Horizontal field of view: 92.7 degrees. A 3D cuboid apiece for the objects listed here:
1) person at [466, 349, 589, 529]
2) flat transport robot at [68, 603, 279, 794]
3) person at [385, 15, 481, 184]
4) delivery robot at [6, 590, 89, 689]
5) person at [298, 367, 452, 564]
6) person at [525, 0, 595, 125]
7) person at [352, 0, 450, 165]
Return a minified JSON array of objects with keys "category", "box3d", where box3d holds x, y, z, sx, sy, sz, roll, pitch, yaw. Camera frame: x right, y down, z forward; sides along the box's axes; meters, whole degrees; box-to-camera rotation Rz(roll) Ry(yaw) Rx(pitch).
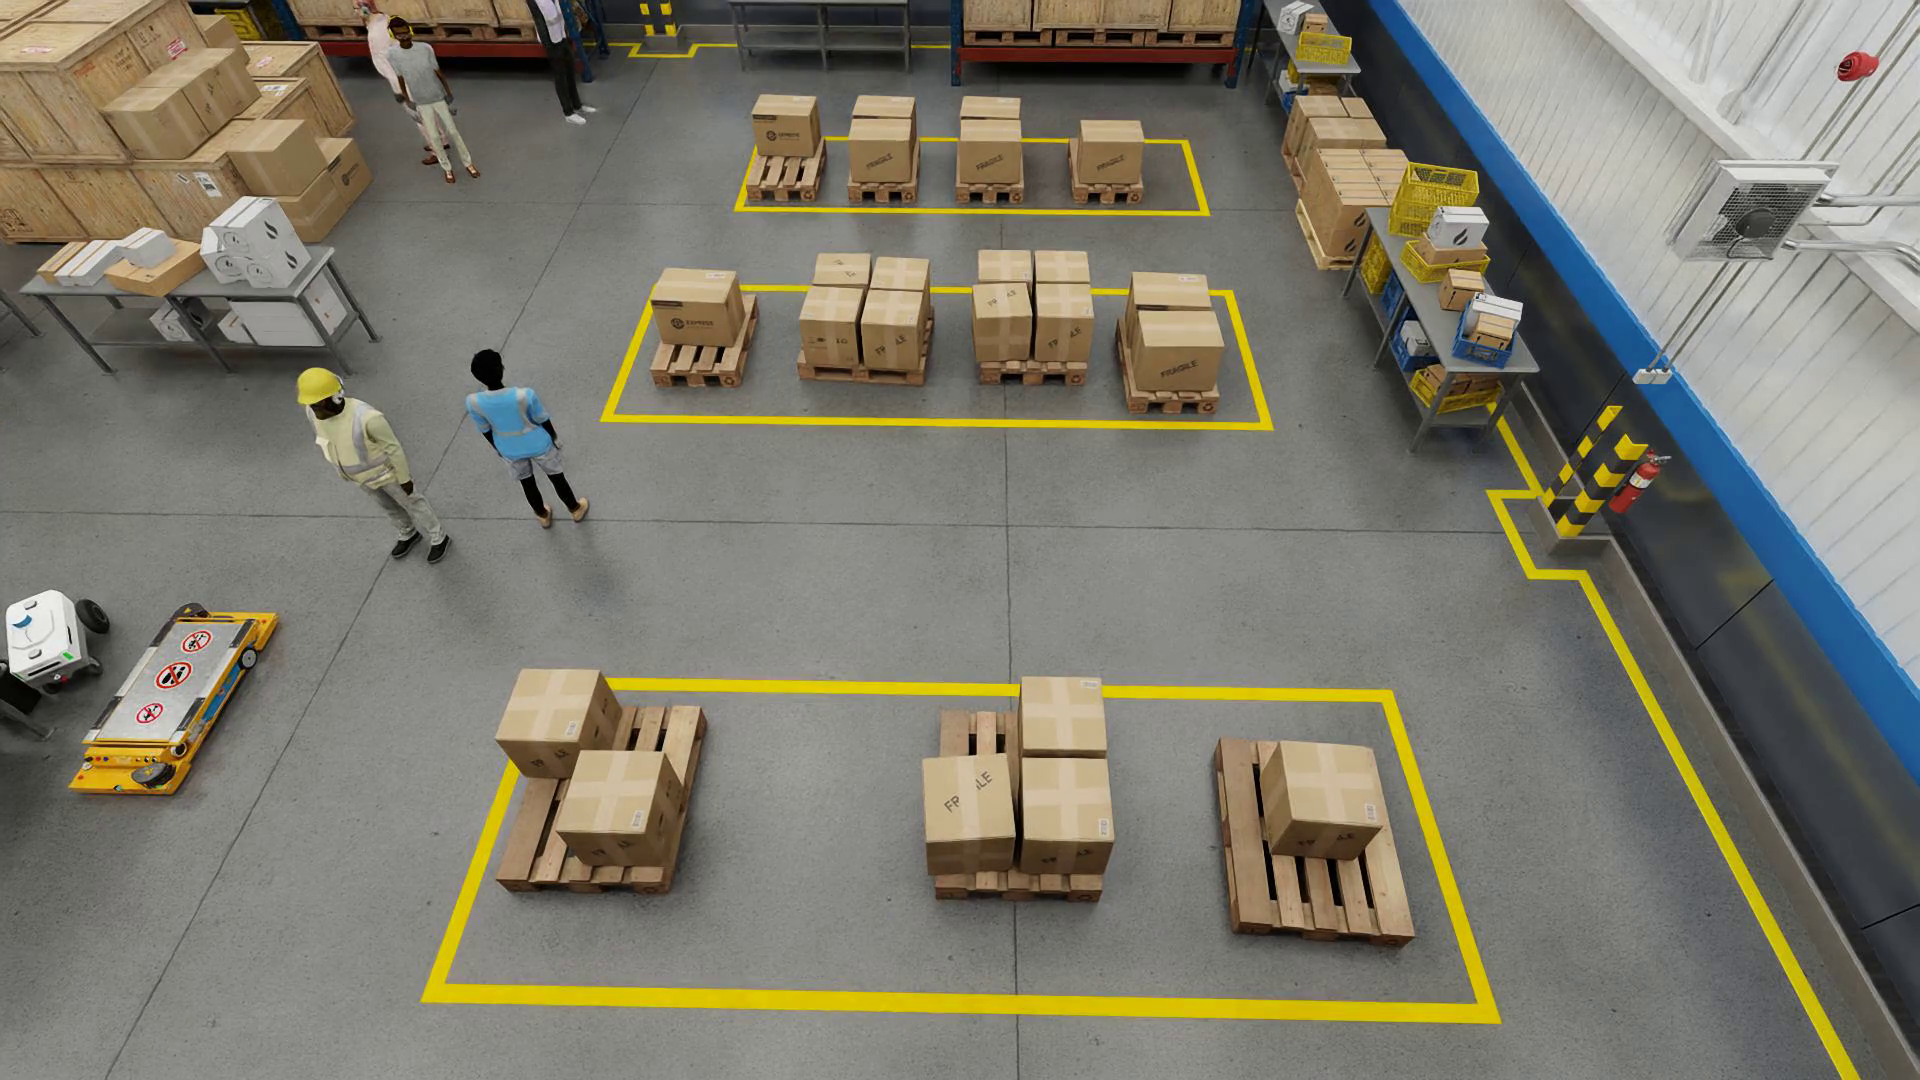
[{"category":"person","box3d":[-3.337,-0.735,7.045,0.533,1.692,0.319,-9,50,-7]},{"category":"flat transport robot","box3d":[-5.504,1.072,6.442,0.652,0.197,1.431,1,50,1]},{"category":"person","box3d":[-6.136,-5.069,10.606,0.509,1.862,0.332,-22,53,-17]},{"category":"delivery robot","box3d":[-6.515,0.695,6.517,0.477,0.478,0.707,-29,56,-22]},{"category":"person","box3d":[-4.341,-0.521,6.771,0.590,1.837,0.404,9,50,8]},{"category":"person","box3d":[-5.135,-6.328,11.633,0.366,1.916,0.597,5,50,4]},{"category":"person","box3d":[-6.691,-5.504,10.955,0.396,1.899,0.635,-12,51,-10]}]
